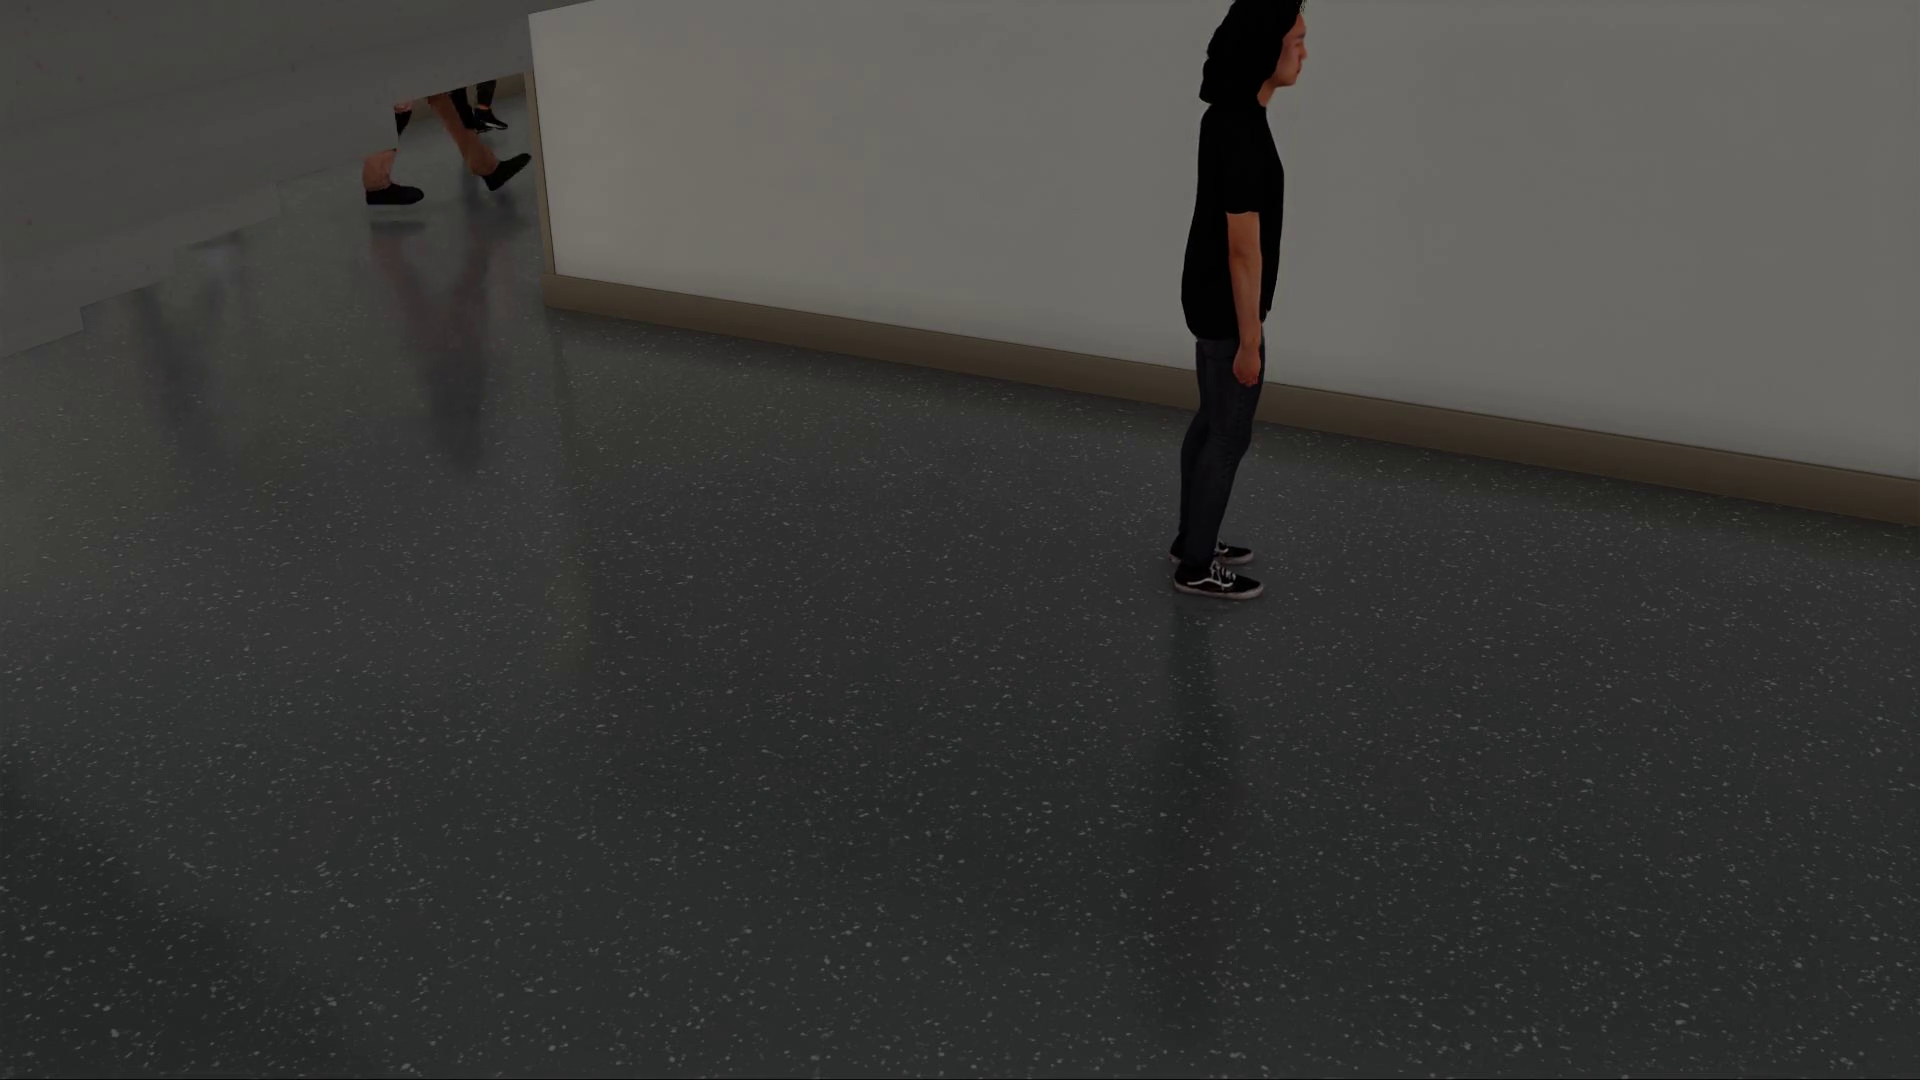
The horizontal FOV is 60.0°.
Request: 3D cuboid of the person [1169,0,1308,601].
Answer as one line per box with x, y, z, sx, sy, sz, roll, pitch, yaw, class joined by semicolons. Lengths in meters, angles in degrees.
0.785;-0.694;4.931;0.684;1.803;0.705;0;26;0;person
